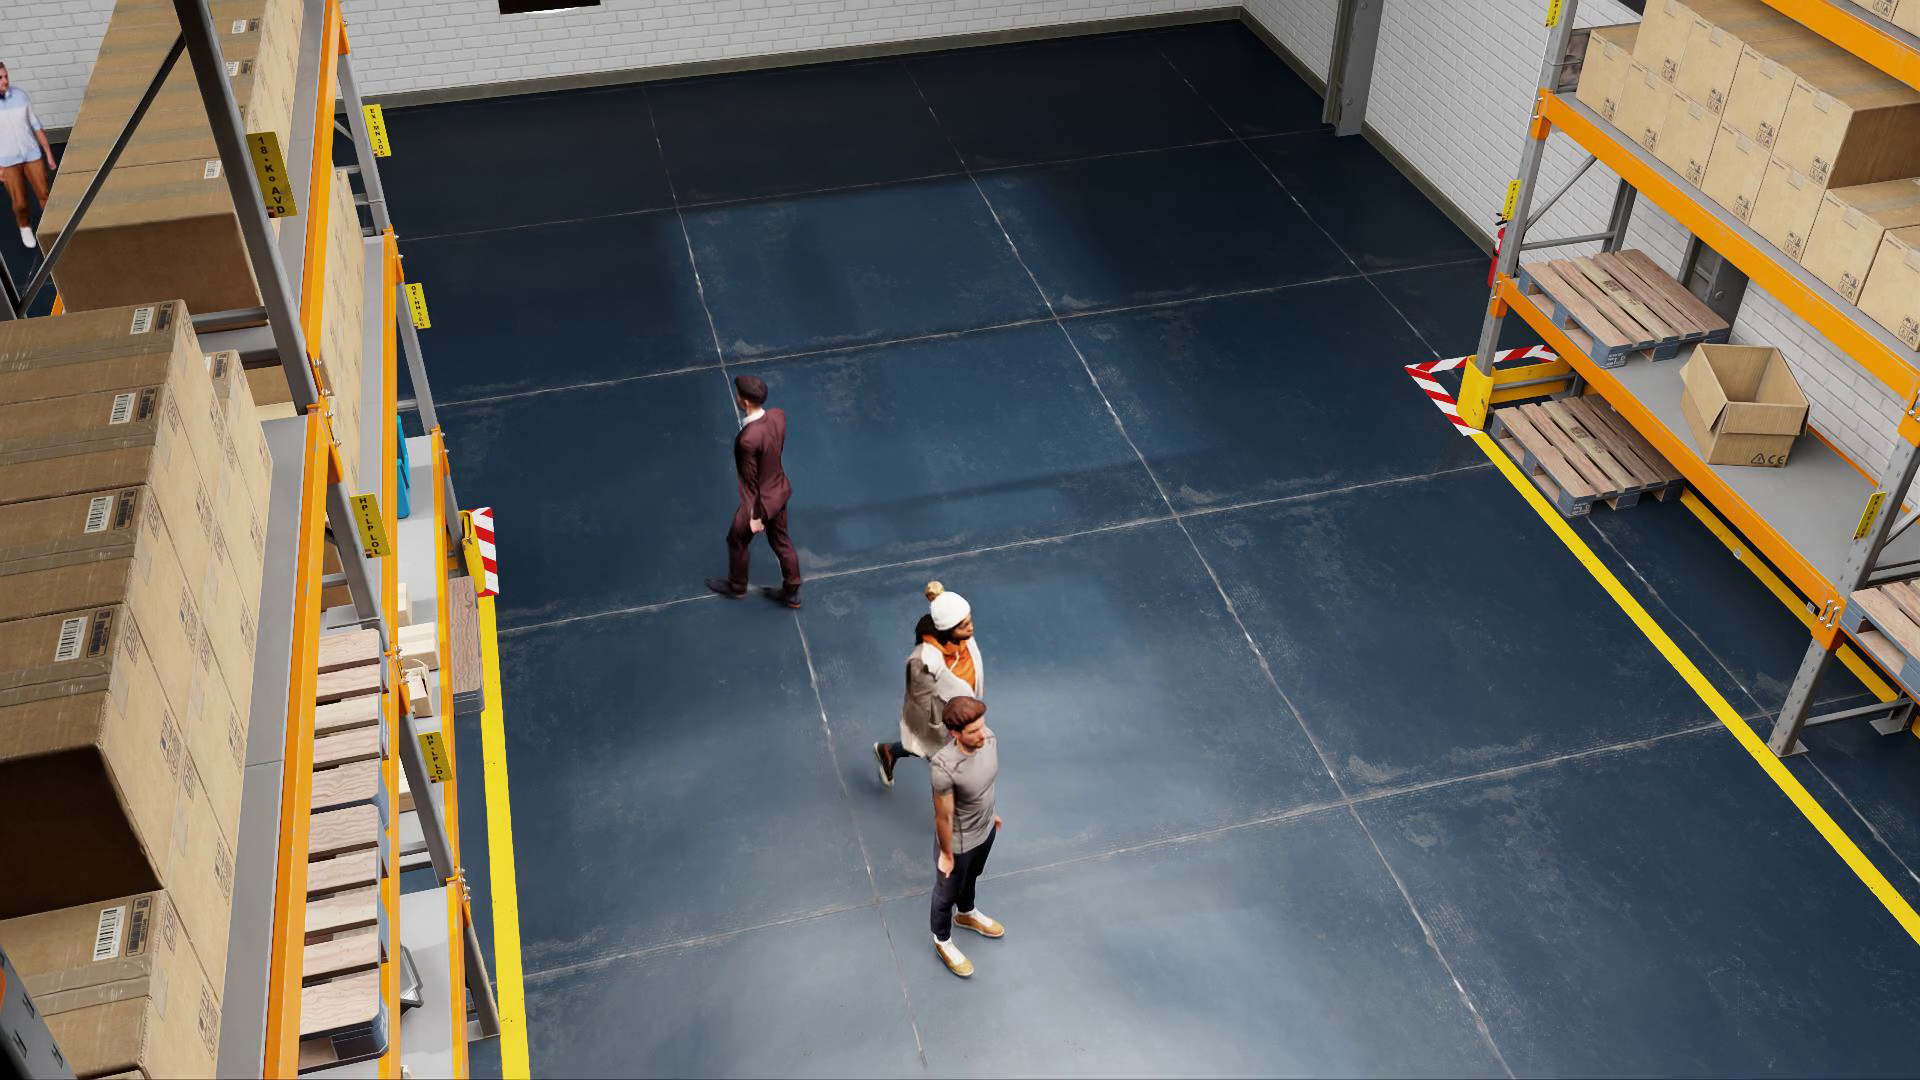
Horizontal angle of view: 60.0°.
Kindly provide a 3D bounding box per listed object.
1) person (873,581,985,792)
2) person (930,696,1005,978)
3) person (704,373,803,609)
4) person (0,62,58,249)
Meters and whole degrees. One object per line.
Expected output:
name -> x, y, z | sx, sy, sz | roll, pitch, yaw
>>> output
person -> -0.197, 0.963, 9.684 | 1.136, 1.863, 1.101 | 18, 42, 21
person -> 0.019, 1.545, 8.929 | 0.772, 1.896, 0.737 | 25, 45, 28
person -> -1.259, -0.271, 11.246 | 1.095, 1.841, 1.044 | 18, 42, 21
person -> -8.741, -3.571, 15.403 | 0.953, 1.811, 0.896 | 32, 48, 33
